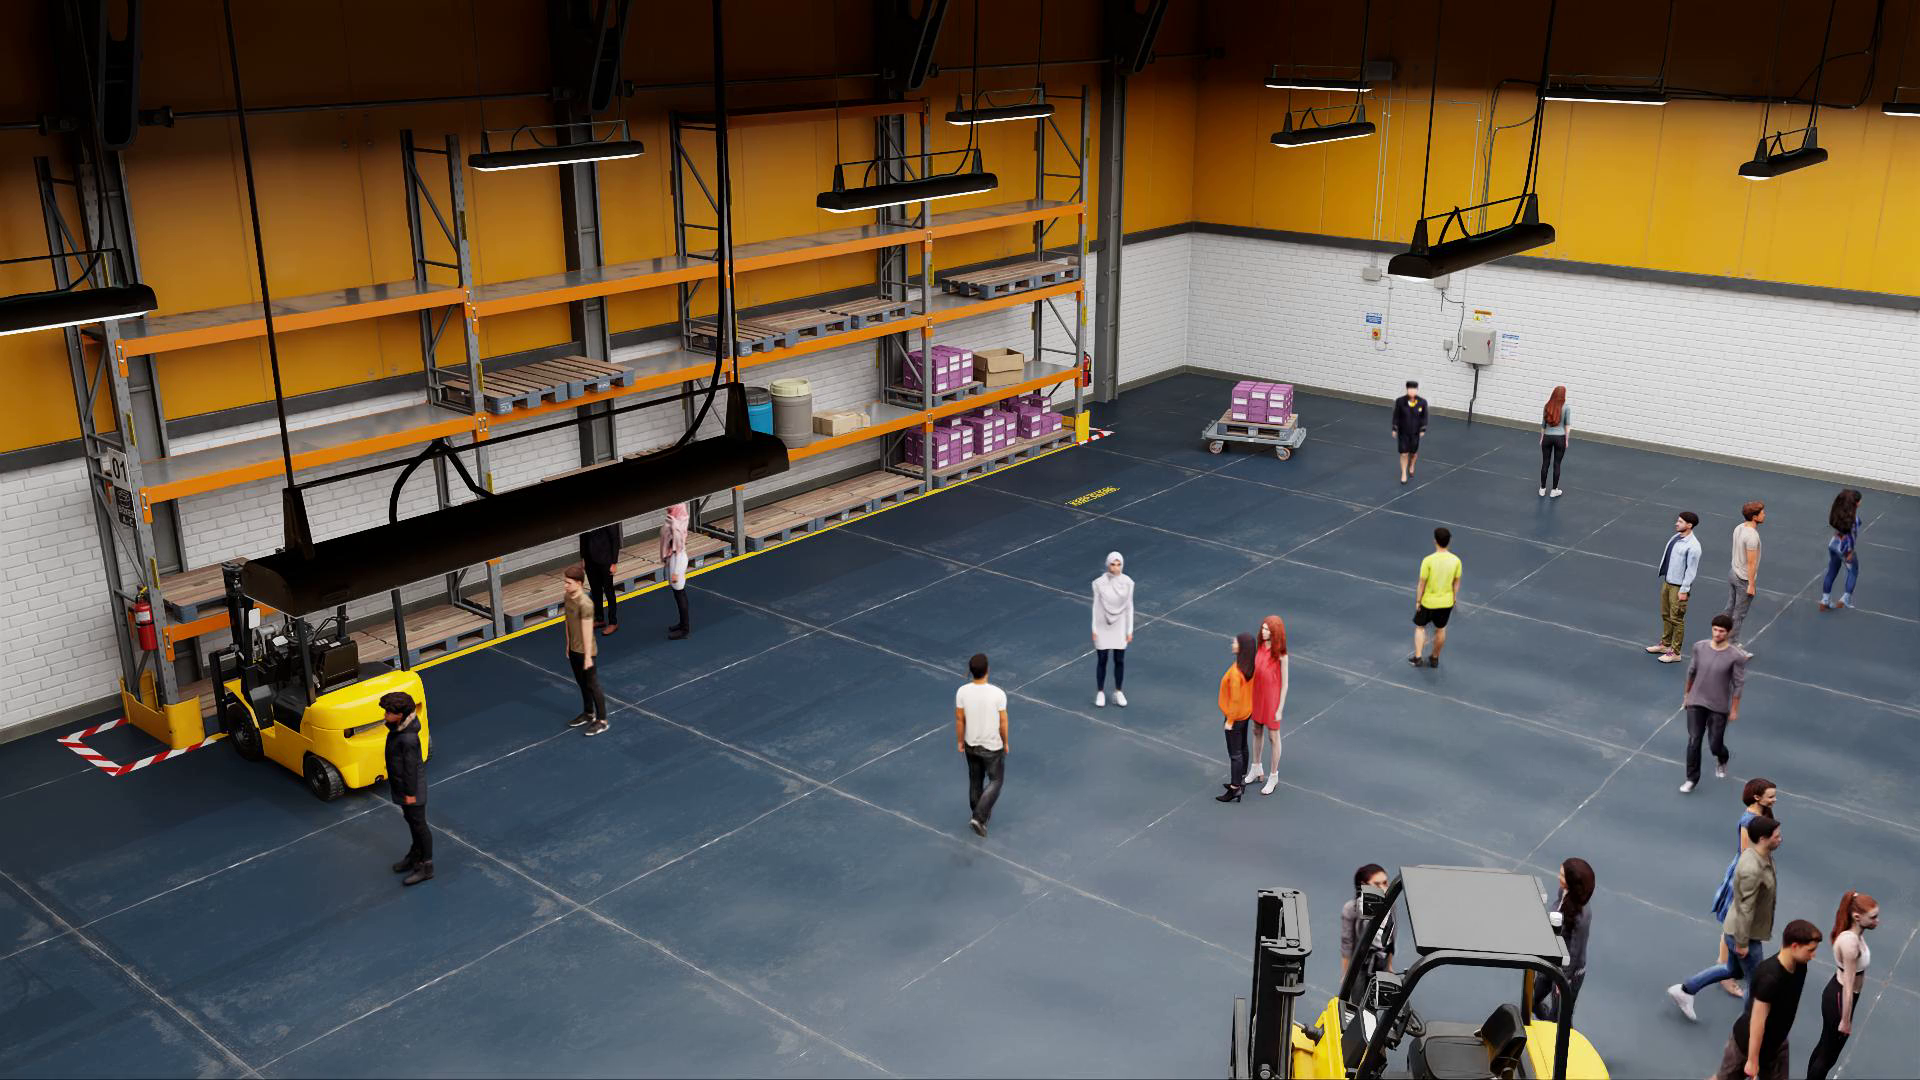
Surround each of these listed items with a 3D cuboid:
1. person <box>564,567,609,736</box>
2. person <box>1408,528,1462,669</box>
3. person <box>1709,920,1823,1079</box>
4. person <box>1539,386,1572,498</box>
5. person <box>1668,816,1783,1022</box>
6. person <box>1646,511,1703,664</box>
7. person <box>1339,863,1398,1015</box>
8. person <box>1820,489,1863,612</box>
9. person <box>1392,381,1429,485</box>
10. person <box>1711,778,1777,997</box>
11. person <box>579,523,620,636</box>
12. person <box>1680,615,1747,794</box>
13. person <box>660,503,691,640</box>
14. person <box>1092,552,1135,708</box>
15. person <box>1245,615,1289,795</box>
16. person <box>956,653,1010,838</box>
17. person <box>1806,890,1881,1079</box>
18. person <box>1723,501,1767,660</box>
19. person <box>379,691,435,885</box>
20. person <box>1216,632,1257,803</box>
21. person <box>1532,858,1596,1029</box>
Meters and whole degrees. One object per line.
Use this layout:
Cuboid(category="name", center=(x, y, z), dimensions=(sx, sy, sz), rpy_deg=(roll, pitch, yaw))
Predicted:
Cuboid(category="person", center=(-3.983, 1.145, 17.591), dimensions=(0.613, 1.846, 0.689), rpy_deg=(-15, 24, -37))
Cuboid(category="person", center=(5.517, 0.693, 19.162), dimensions=(0.762, 1.702, 0.801), rpy_deg=(1, 19, 2))
Cuboid(category="person", center=(5.319, 3.322, 11.194), dimensions=(1.173, 1.804, 1.076), rpy_deg=(-10, 21, -27))
Cuboid(category="person", center=(9.183, -1.531, 25.702), dimensions=(0.598, 1.742, 0.575), rpy_deg=(11, 22, 31))
Cuboid(category="person", center=(5.782, 2.888, 12.420), dimensions=(0.874, 1.844, 1.072), rpy_deg=(11, 21, 28))
Cuboid(category="person", center=(8.403, 0.530, 19.474), dimensions=(0.813, 1.812, 0.747), rpy_deg=(-1, 19, -4))
Cuboid(category="person", center=(2.936, 3.098, 12.055), dimensions=(0.672, 1.679, 0.774), rpy_deg=(-8, 20, -23))
Cuboid(category="person", center=(11.054, 0.137, 20.963), dimensions=(0.839, 1.606, 0.782), rpy_deg=(-4, 19, -13))
Cuboid(category="person", center=(7.125, -1.724, 26.402), dimensions=(0.836, 1.661, 0.873), rpy_deg=(5, 19, 14))
Cuboid(category="person", center=(6.177, 2.693, 13.059), dimensions=(0.754, 1.806, 0.546), rpy_deg=(11, 22, 31))
Cuboid(category="person", center=(-4.387, 0.223, 20.276), dimensions=(0.745, 1.881, 0.626), rpy_deg=(10, 21, 27))
Cuboid(category="person", center=(7.386, 1.583, 16.309), dimensions=(0.880, 1.836, 0.731), rpy_deg=(-17, 25, -41))
Cuboid(category="person", center=(-3.416, 0.314, 20.128), dimensions=(0.796, 1.803, 0.736), rpy_deg=(-2, 19, -5))
Cuboid(category="person", center=(1.669, 0.967, 18.234), dimensions=(0.688, 1.773, 0.730), rpy_deg=(0, 19, 0))
Cuboid(category="person", center=(3.015, 1.591, 16.296), dimensions=(0.600, 1.828, 0.647), rpy_deg=(-12, 22, -32))
Cuboid(category="person", center=(0.193, 1.924, 15.359), dimensions=(0.833, 1.796, 0.998), rpy_deg=(6, 20, 19))
Cuboid(category="person", center=(6.118, 3.228, 11.569), dimensions=(0.680, 1.742, 0.494), rpy_deg=(11, 21, 29))
Cuboid(category="person", center=(9.228, 0.439, 19.607), dimensions=(0.798, 1.898, 0.703), rpy_deg=(1, 19, 3))
Cuboid(category="person", center=(-4.869, 2.153, 14.712), dimensions=(0.665, 1.774, 0.678), rpy_deg=(-12, 22, -32))
Cuboid(category="person", center=(2.699, 1.697, 16.108), dimensions=(0.733, 1.748, 0.583), rpy_deg=(9, 20, 24))
Cuboid(category="person", center=(4.430, 3.075, 11.990), dimensions=(0.805, 1.764, 0.734), rpy_deg=(0, 19, 0))
